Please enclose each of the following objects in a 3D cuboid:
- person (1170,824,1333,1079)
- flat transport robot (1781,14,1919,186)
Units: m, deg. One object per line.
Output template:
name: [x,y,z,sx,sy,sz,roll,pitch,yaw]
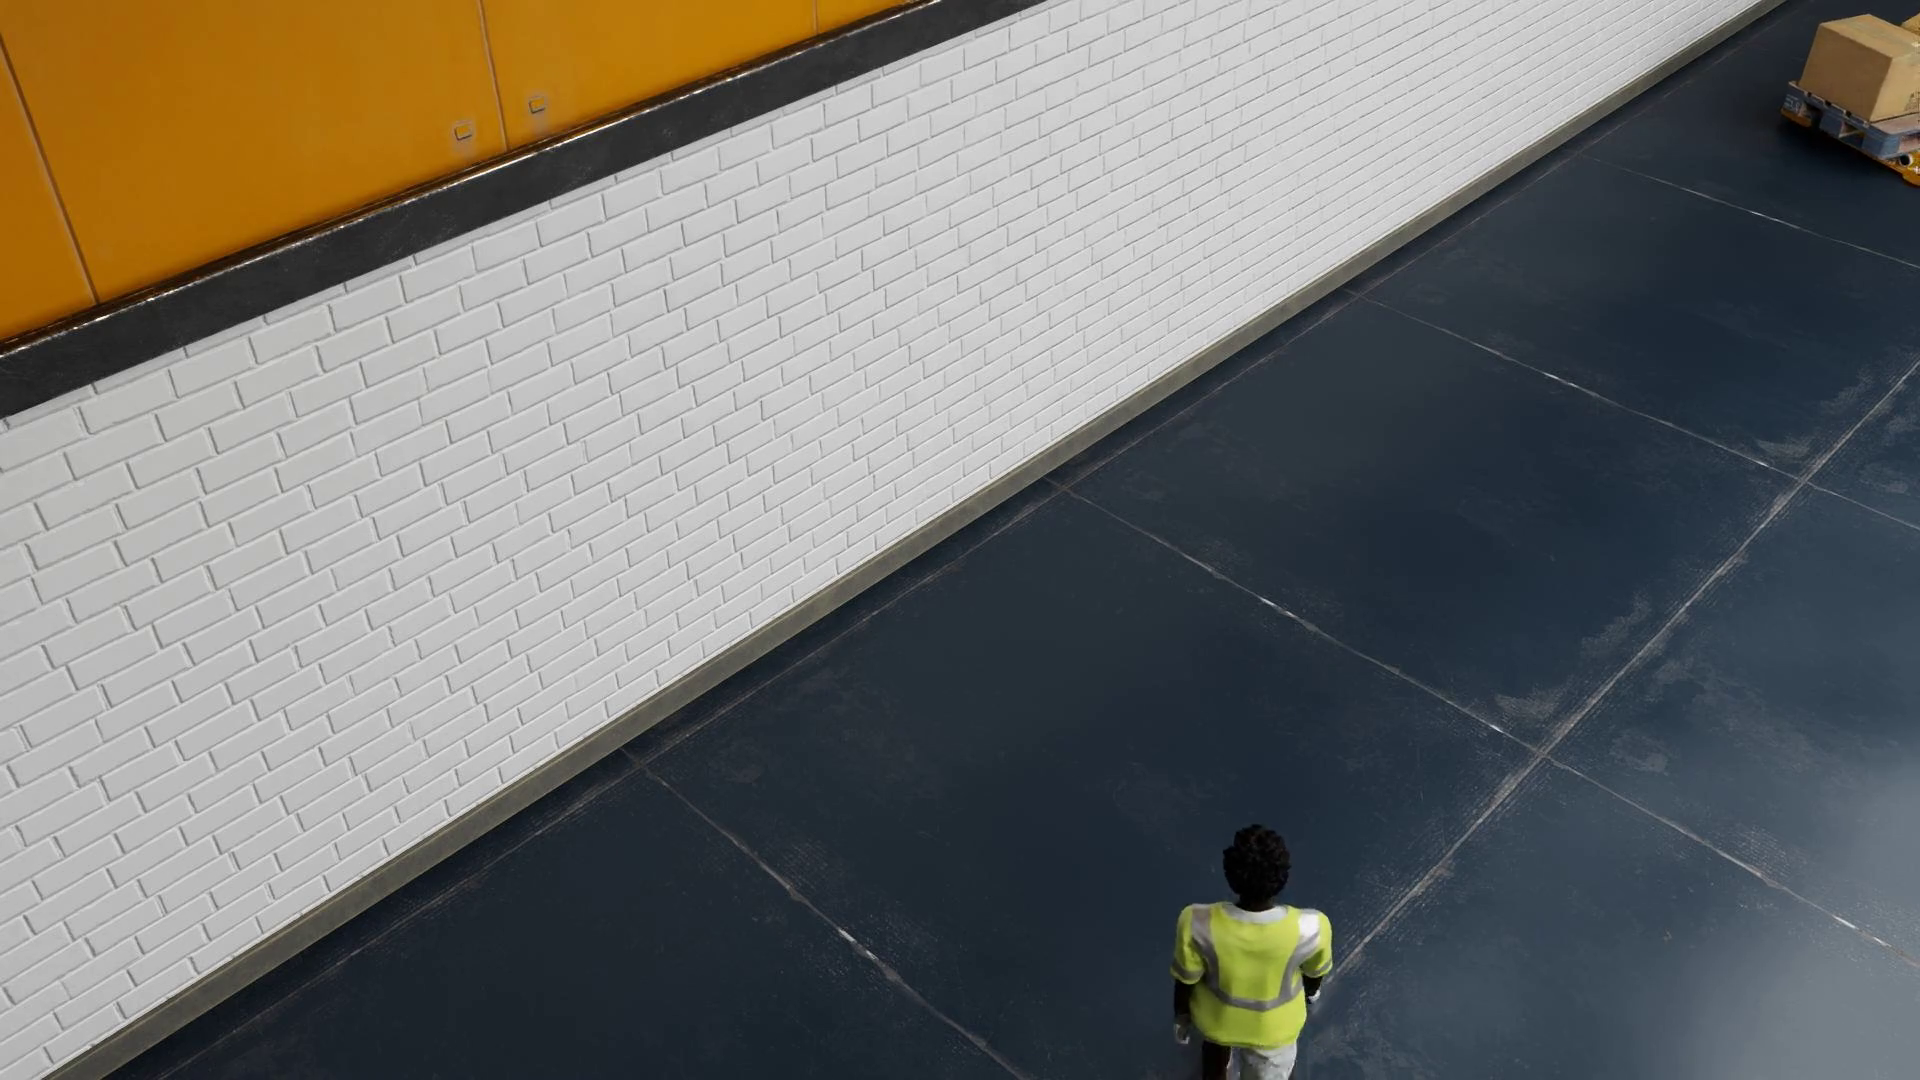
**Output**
person: [0.971,1.658,5.730,0.529,1.656,0.861,9,40,11]
flat transport robot: [7.142,-3.141,12.846,0.659,0.231,1.431,-15,41,-18]
